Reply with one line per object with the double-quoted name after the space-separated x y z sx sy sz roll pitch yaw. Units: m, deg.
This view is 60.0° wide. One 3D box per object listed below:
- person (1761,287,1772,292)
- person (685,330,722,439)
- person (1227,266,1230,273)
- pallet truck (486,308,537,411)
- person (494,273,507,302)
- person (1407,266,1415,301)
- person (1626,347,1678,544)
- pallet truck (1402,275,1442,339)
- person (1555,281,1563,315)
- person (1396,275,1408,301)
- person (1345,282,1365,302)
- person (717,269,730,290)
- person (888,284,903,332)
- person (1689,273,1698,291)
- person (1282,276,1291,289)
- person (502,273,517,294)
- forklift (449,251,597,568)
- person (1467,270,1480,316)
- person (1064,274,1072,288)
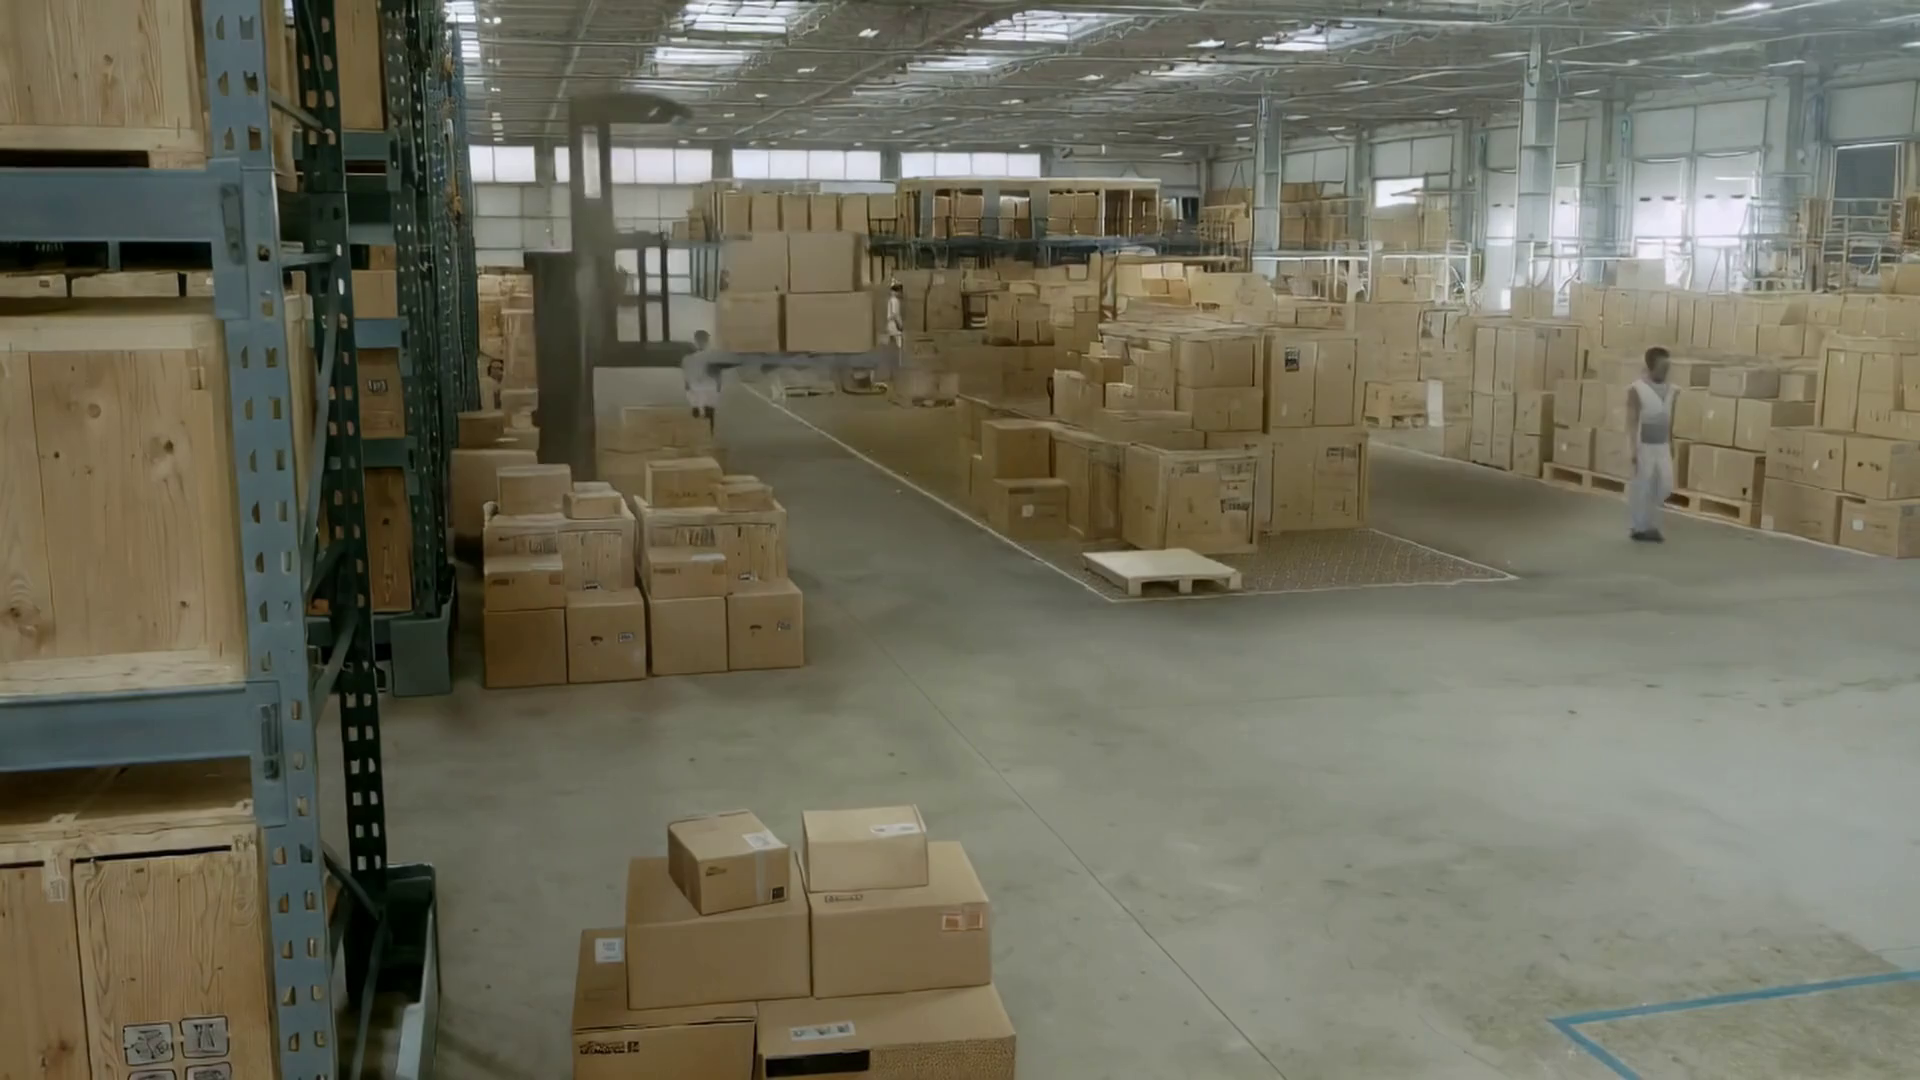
18.945 -5.026 39.364 0.391 1.927 0.643 5 11 24 "person"
-3.665 -2.162 23.781 0.543 1.686 0.485 0 10 2 "person"
12.670 -12.034 78.946 0.610 1.950 0.377 3 10 16 "person"
-6.242 -2.418 24.362 0.823 1.965 1.885 1 10 3 "pallet truck"
-17.342 -9.173 63.025 0.582 1.854 0.810 -2 10 -13 "person"
20.940 -11.712 77.112 0.431 1.954 0.658 7 12 35 "person"
6.672 -0.906 16.056 0.635 1.902 0.457 -5 11 -27 "person"
14.620 -7.324 52.145 0.823 1.965 1.885 8 13 40 "pallet truck"
17.488 -6.695 49.065 0.681 1.849 0.594 7 12 35 "person"
17.507 -9.648 66.052 0.529 1.736 0.843 -5 11 -25 "person"
11.510 -6.591 48.442 0.633 1.841 0.429 -2 10 -9 "person"
-9.130 -9.585 64.827 0.720 2.000 1.014 0 10 -1 "person"
-1.586 -5.361 41.200 0.357 1.938 0.542 -3 10 -17 "person"
23.966 -7.758 54.636 0.391 1.986 0.608 1 10 7 "person"
13.141 -9.840 67.357 0.870 1.647 0.551 -4 11 -22 "person"
-16.055 -8.540 59.196 0.542 1.939 0.361 1 10 7 "person"
-3.566 -1.202 14.981 1.873 2.768 1.129 0 10 1 "forklift"
21.251 -10.242 68.948 0.554 1.896 0.917 0 10 0 "person"
4.023 -9.237 63.412 0.532 1.852 0.781 -1 10 -5 "person"
